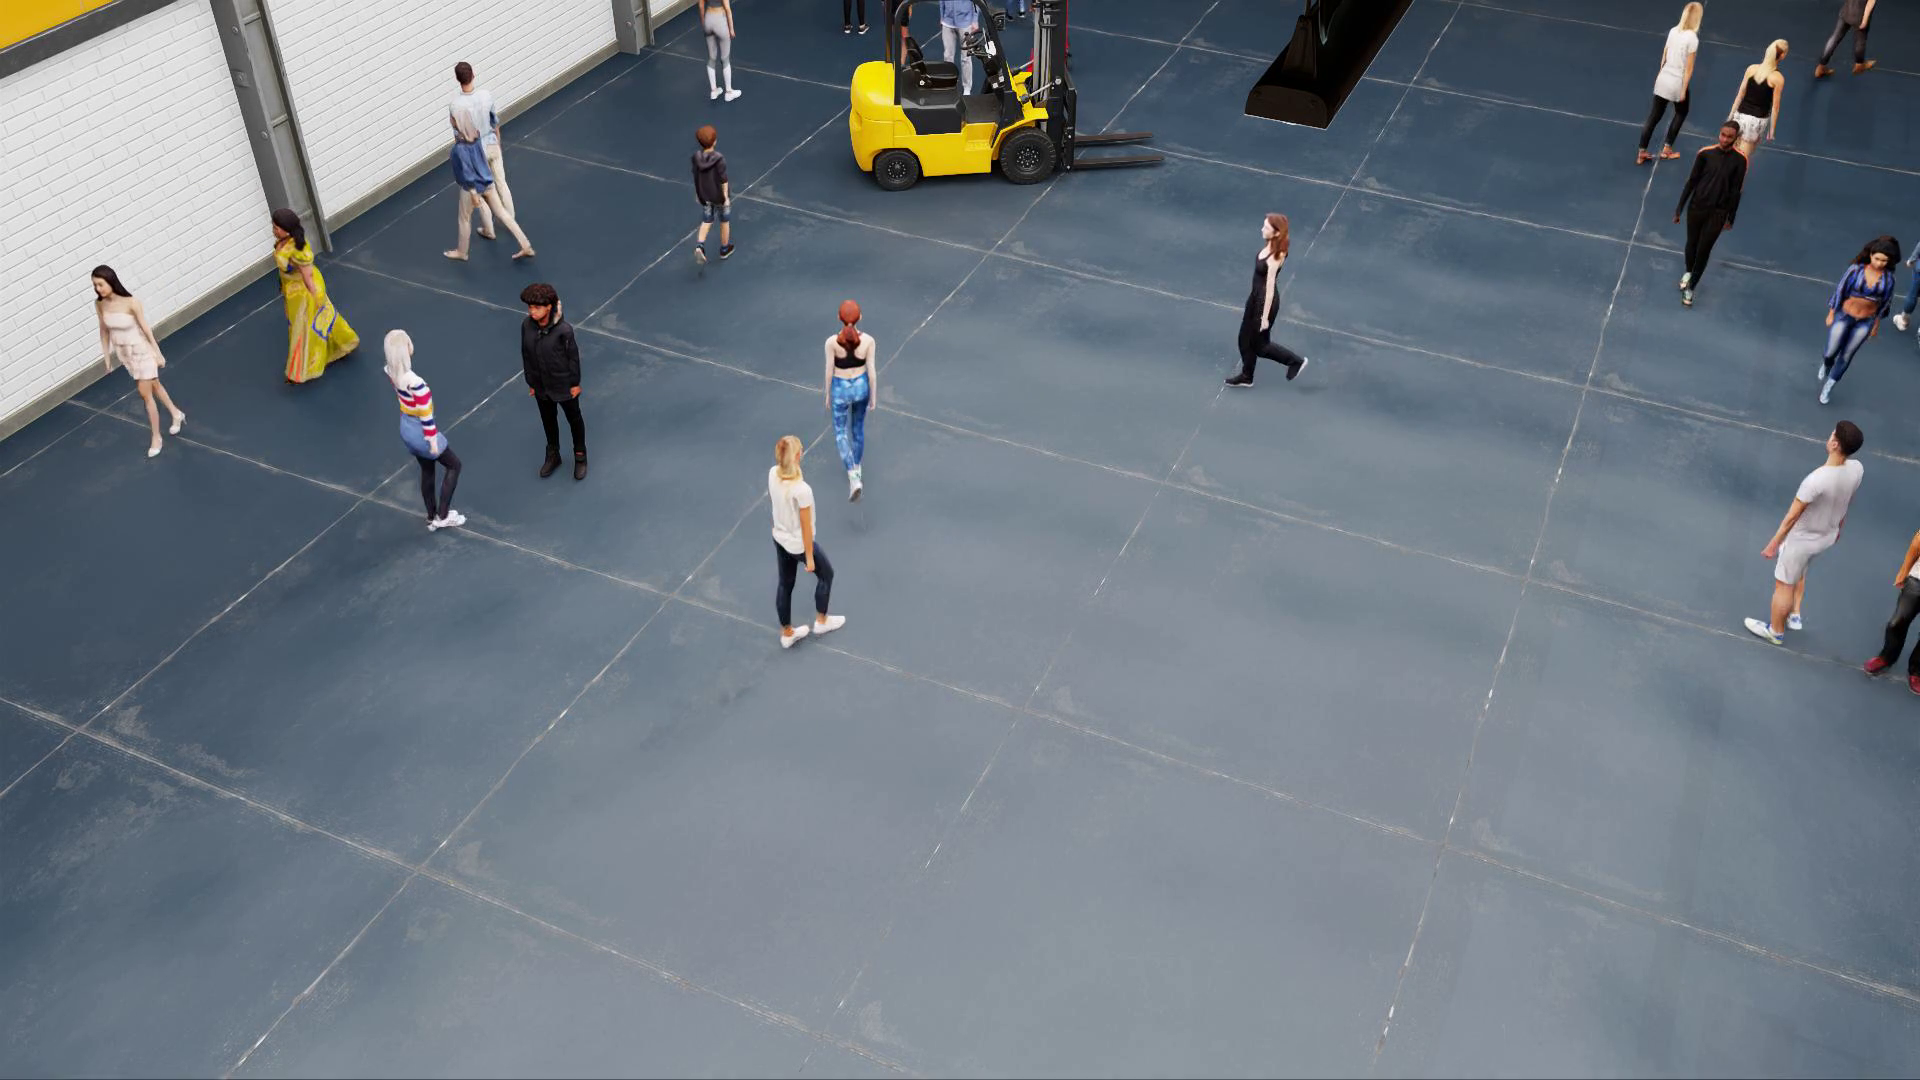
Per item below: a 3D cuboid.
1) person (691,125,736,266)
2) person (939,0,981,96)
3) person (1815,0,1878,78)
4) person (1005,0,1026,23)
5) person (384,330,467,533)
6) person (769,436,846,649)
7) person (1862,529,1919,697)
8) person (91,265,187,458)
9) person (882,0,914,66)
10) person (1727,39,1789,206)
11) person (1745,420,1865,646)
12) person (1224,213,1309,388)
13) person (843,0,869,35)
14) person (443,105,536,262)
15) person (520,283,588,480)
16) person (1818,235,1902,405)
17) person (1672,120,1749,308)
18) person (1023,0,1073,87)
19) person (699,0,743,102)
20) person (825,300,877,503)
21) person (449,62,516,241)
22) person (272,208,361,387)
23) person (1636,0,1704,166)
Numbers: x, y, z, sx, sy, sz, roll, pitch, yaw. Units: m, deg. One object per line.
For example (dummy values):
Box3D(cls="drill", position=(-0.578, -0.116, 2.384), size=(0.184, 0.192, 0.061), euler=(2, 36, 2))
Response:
Box3D(cls="person", position=(-2.484, -3.395, 16.505), size=(0.572, 1.431, 0.819), euler=(13, 41, 16))
Box3D(cls="person", position=(-0.019, -6.126, 19.559), size=(0.666, 1.887, 0.591), euler=(13, 40, 15))
Box3D(cls="person", position=(10.735, -6.355, 20.016), size=(1.101, 1.674, 1.054), euler=(-12, 40, -15))
Box3D(cls="person", position=(0.723, -7.352, 21.604), size=(0.591, 1.251, 0.673), euler=(-21, 43, -24))
Box3D(cls="person", position=(-4.274, -0.807, 12.974), size=(0.730, 1.794, 0.697), euler=(31, 48, 32))
Box3D(cls="person", position=(-1.242, 0.073, 11.872), size=(0.777, 1.794, 0.851), euler=(32, 48, 33))
Box3D(cls="person", position=(6.857, 0.271, 11.627), size=(0.686, 1.799, 0.584), euler=(17, 42, 20))
Box3D(cls="person", position=(-6.874, -1.591, 14.023), size=(0.693, 1.709, 0.859), euler=(8, 39, 10))
Box3D(cls="person", position=(-0.733, -6.513, 20.221), size=(0.631, 1.665, 0.743), euler=(9, 39, 11))
Box3D(cls="person", position=(8.193, -4.333, 17.363), size=(0.834, 1.826, 0.788), euler=(-24, 44, -27))
Box3D(cls="person", position=(6.167, 0.009, 11.919), size=(0.888, 1.834, 0.980), euler=(-21, 43, -24))
Box3D(cls="person", position=(2.755, -2.072, 14.610), size=(0.905, 1.729, 0.973), euler=(-1, 39, -1))
Box3D(cls="person", position=(-1.369, -7.311, 21.239), size=(0.596, 1.641, 0.597), euler=(3, 39, 4))
Box3D(cls="person", position=(-4.664, -3.458, 16.420), size=(0.857, 1.646, 1.165), euler=(7, 39, 9))
Box3D(cls="person", position=(-3.327, -1.321, 13.629), size=(0.695, 1.779, 0.684), euler=(5, 39, 7))
Box3D(cls="person", position=(7.820, -1.949, 14.550), size=(0.627, 1.612, 0.658), euler=(16, 41, 19))
Box3D(cls="person", position=(7.212, -3.205, 15.986), size=(0.749, 1.782, 0.982), euler=(22, 43, 25))
Box3D(cls="person", position=(1.070, -6.369, 19.980), size=(1.171, 1.752, 0.930), euler=(-26, 45, -28))
Box3D(cls="person", position=(-2.874, -6.033, 19.591), size=(0.563, 1.702, 0.502), euler=(15, 41, 18))
Box3D(cls="person", position=(-0.873, -1.087, 13.352), size=(0.912, 1.770, 1.039), euler=(-7, 39, -9))
Box3D(cls="person", position=(-4.854, -3.948, 16.865), size=(0.669, 1.846, 0.794), euler=(-24, 45, -27))
Box3D(cls="person", position=(-5.815, -2.248, 14.912), size=(1.184, 1.637, 1.075), euler=(-23, 44, -26))
Box3D(cls="person", position=(7.691, -4.930, 18.124), size=(0.917, 1.809, 0.843), euler=(-19, 42, -22))
